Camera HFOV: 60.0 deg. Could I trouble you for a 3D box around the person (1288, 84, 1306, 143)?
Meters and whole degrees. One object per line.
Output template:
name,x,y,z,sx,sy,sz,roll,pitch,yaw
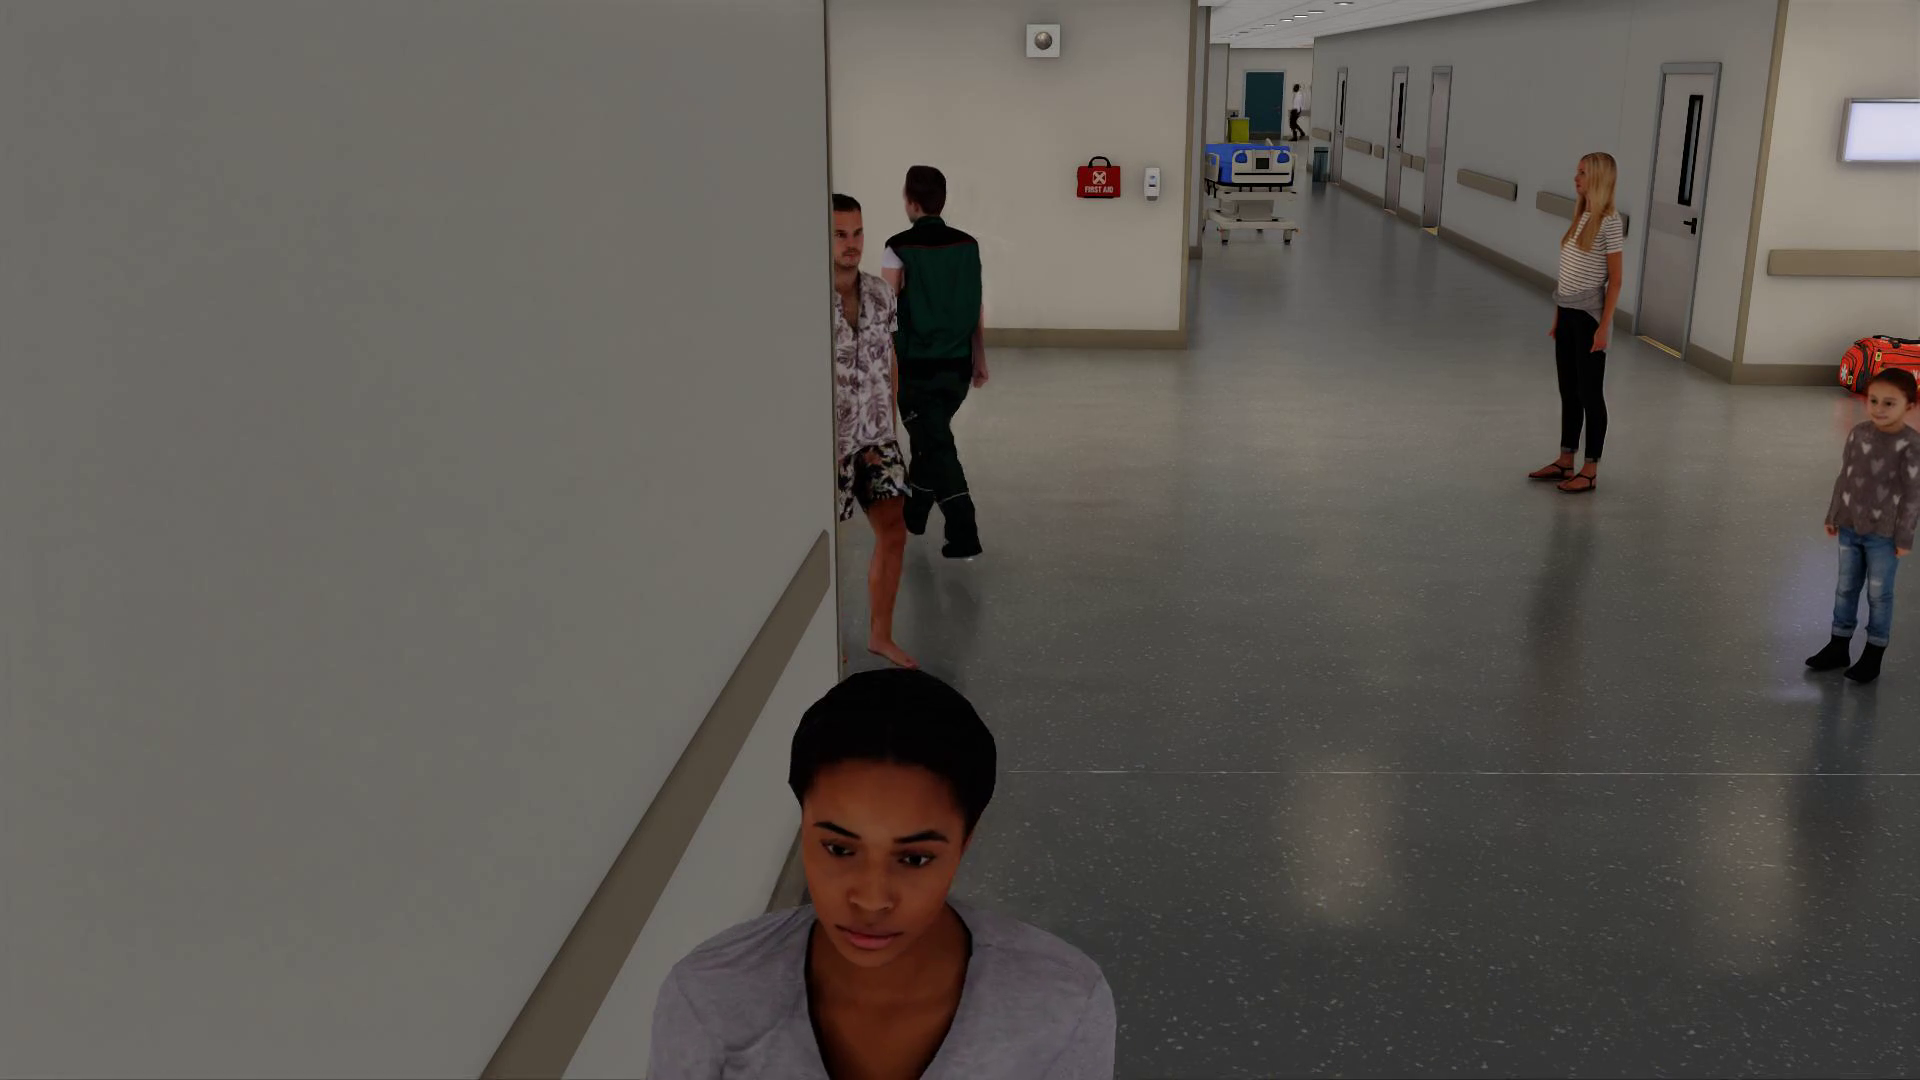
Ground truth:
person,11.041,-13.891,54.177,0.785,1.818,0.680,0,16,1

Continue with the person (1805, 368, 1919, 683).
person,3.459,-0.068,6.297,0.601,1.193,0.566,-8,18,-27

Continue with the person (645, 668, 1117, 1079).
person,-0.074,0.936,1.836,1.146,1.680,0.766,3,16,10

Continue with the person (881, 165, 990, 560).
person,-0.105,-0.766,7.666,1.202,1.790,1.132,-8,18,-26

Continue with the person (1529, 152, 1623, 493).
person,3.426,-1.187,9.102,0.633,1.825,0.675,-4,16,-12
